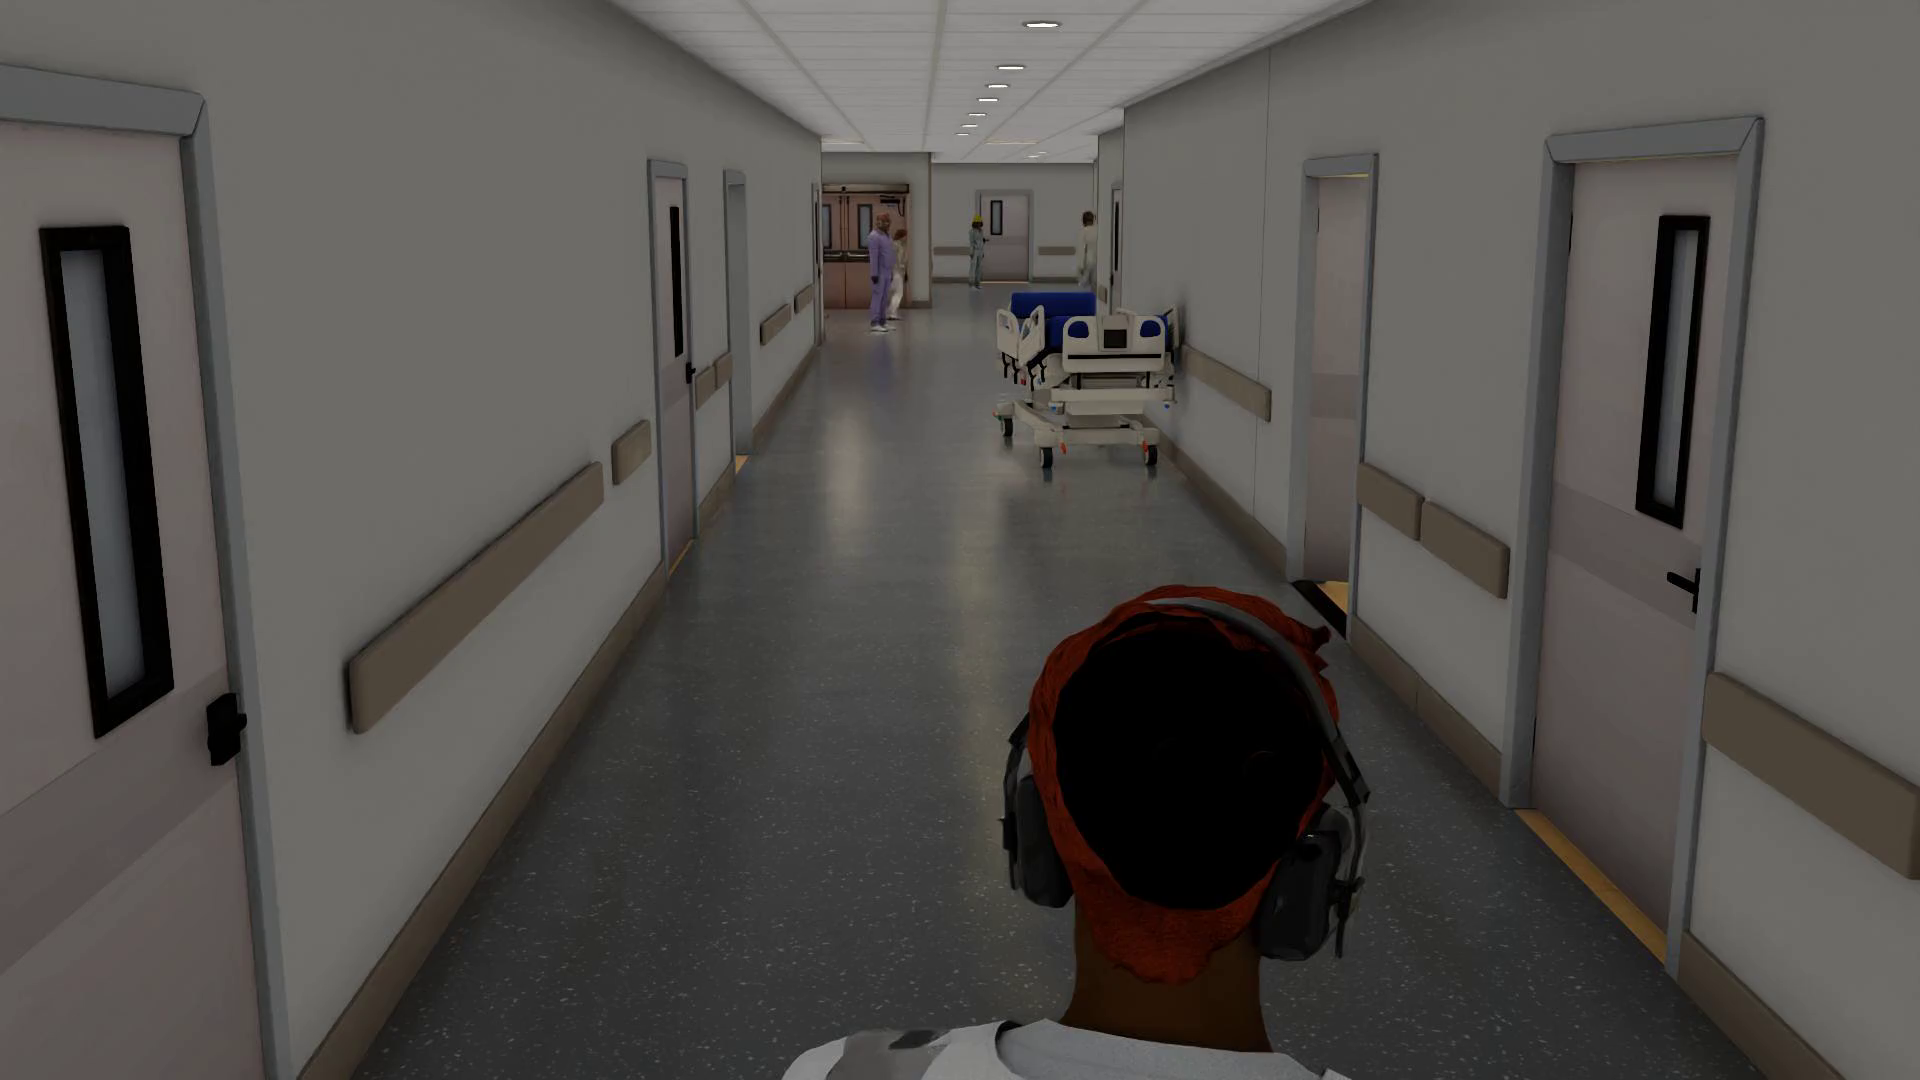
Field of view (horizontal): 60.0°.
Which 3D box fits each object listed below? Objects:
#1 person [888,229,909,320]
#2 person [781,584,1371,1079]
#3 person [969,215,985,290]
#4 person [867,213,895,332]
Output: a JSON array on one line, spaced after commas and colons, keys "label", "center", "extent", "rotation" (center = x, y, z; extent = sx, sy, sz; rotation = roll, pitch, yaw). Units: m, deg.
[{"label": "person", "center": [-1.105, -4.679, 29.365], "extent": [0.362, 1.596, 0.577], "rotation": [3, 12, 13]}, {"label": "person", "center": [0.140, 0.959, 1.211], "extent": [0.575, 1.883, 0.362], "rotation": [4, 12, 19]}, {"label": "person", "center": [0.413, -6.775, 39.233], "extent": [0.305, 1.743, 0.494], "rotation": [9, 14, 36]}, {"label": "person", "center": [-1.252, -4.338, 26.970], "extent": [0.402, 1.904, 0.651], "rotation": [4, 12, 21]}]
